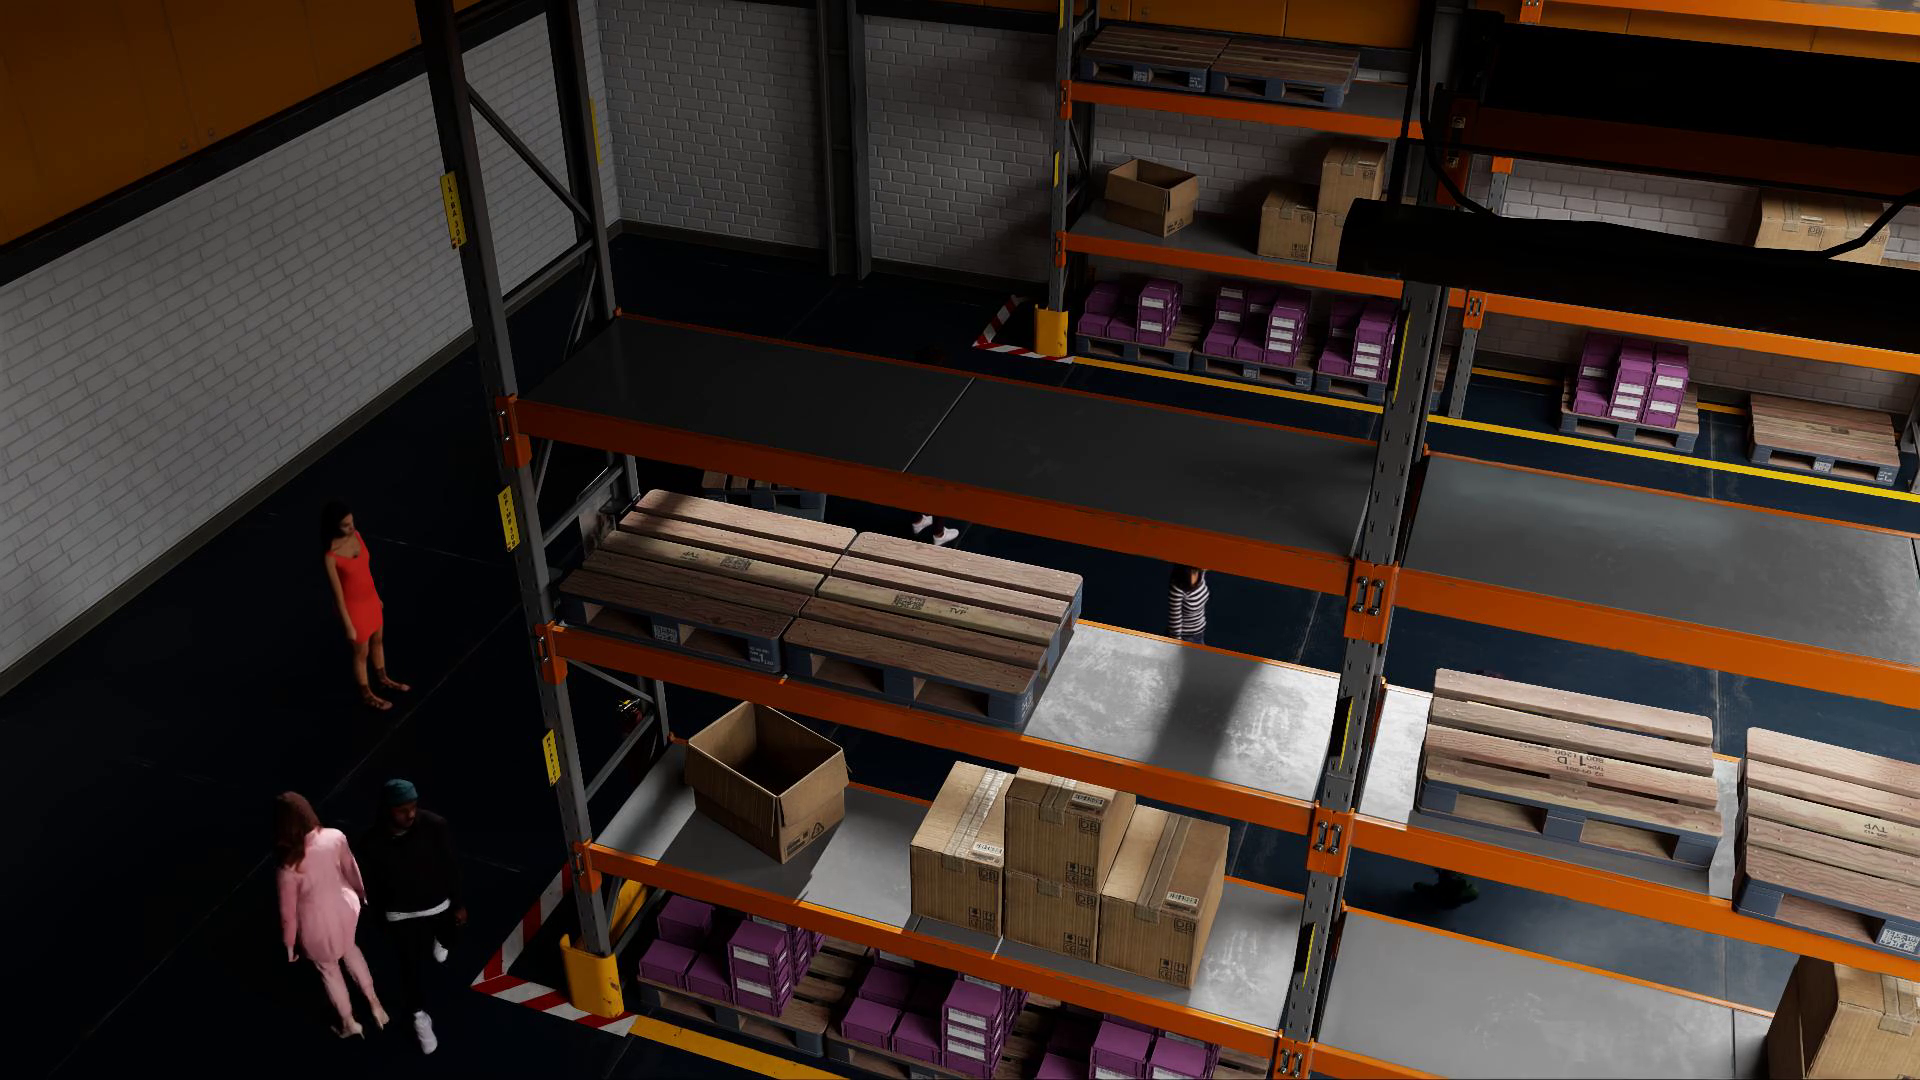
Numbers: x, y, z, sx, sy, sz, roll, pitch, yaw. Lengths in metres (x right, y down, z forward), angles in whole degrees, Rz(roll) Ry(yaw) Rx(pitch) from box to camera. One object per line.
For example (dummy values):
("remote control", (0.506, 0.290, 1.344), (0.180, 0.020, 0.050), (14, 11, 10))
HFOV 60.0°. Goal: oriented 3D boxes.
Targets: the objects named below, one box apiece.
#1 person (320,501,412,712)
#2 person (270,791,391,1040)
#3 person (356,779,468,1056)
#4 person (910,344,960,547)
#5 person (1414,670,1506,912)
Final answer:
("person", (-4.297, 0.464, 11.825), (0.579, 1.720, 0.610), (7, 34, 10))
("person", (-3.444, 2.146, 9.232), (0.809, 1.790, 0.777), (19, 38, 26))
("person", (-3.065, 1.994, 9.452), (1.088, 1.798, 1.163), (-12, 35, -17))
("person", (-0.252, -0.793, 13.661), (0.610, 1.781, 0.740), (24, 41, 32))
("person", (3.133, 1.562, 10.073), (0.664, 1.832, 0.661), (10, 35, 15))
